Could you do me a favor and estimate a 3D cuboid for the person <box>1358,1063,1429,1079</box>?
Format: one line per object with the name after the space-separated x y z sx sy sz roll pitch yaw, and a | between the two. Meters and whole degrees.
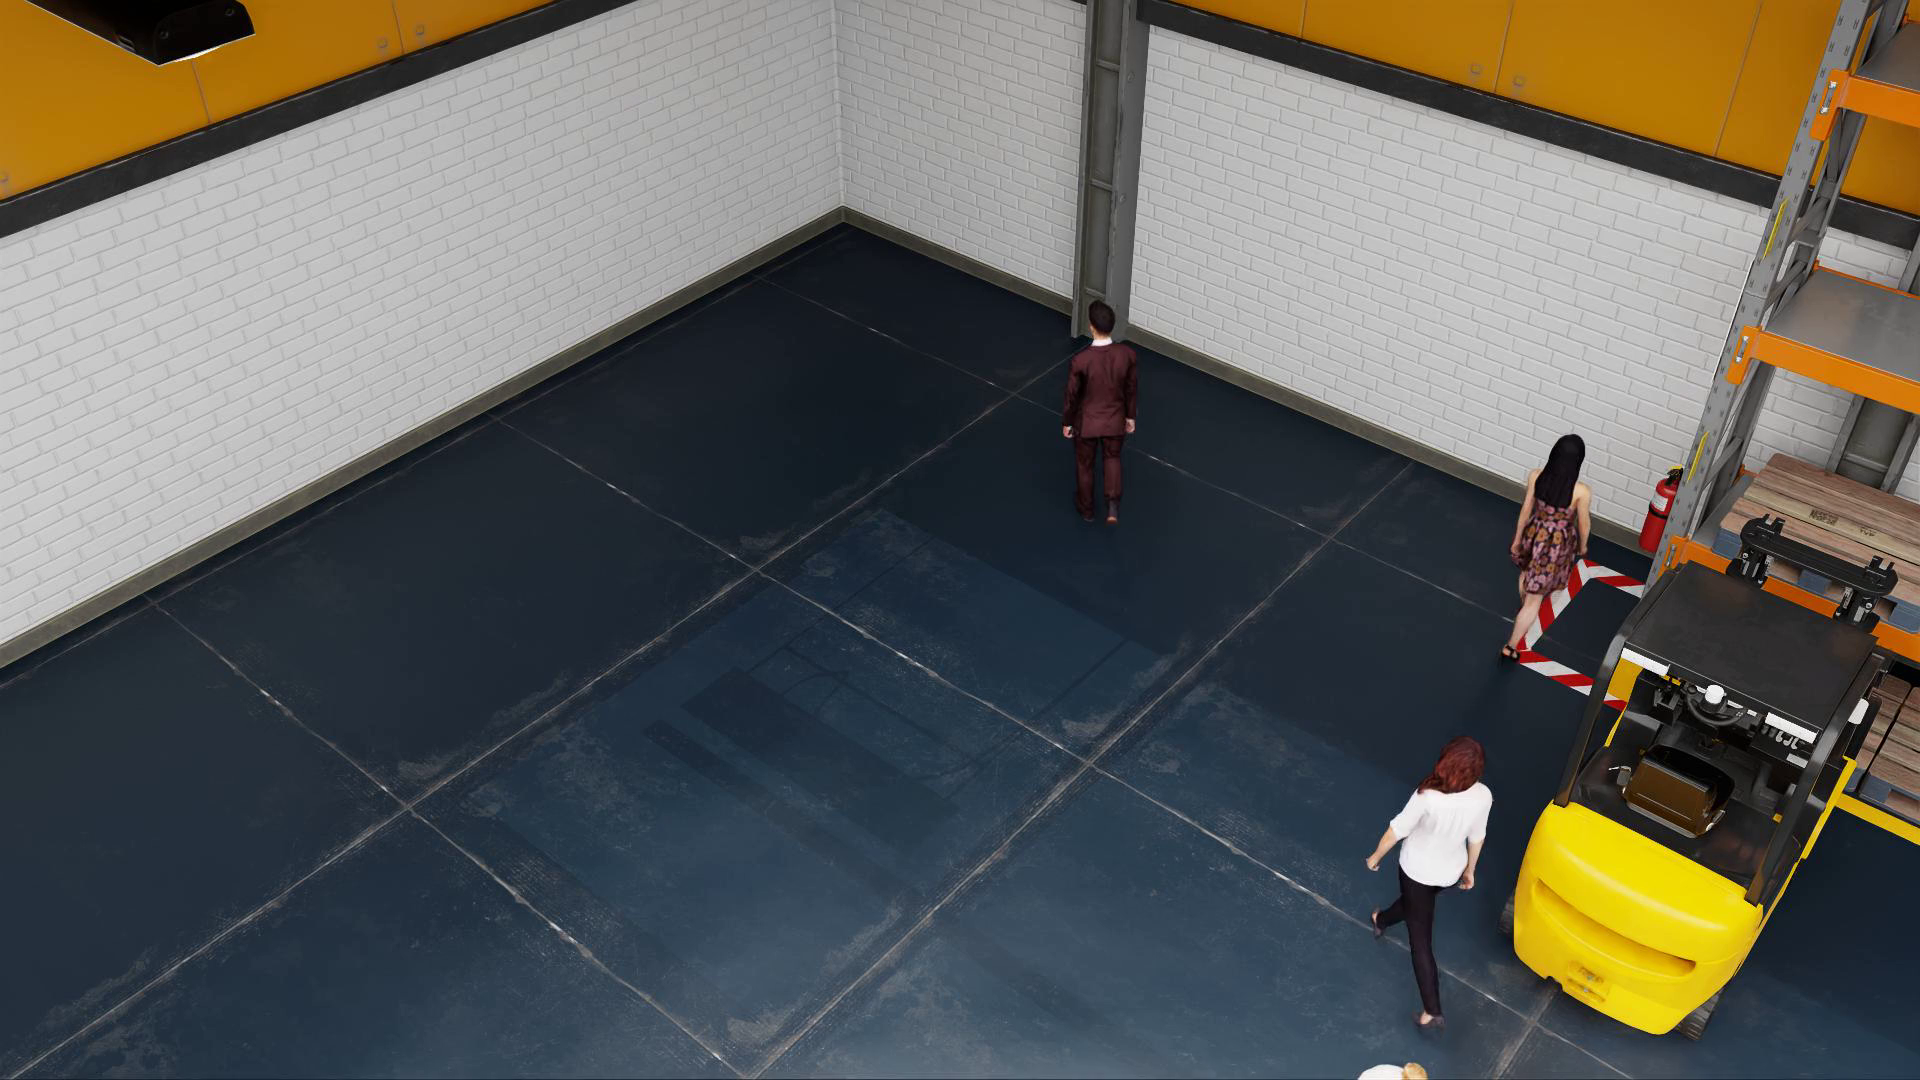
1.778 2.844 7.246 0.886 1.892 0.807 -8 39 -9 | person

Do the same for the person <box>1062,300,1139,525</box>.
1.024 -0.828 11.873 0.952 1.855 1.026 -8 39 -10 | person

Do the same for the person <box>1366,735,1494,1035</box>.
2.483 1.823 8.643 1.152 1.743 1.243 -7 39 -9 | person

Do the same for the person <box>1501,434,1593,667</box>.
3.776 0.104 10.791 0.845 1.749 0.689 28 46 30 | person
